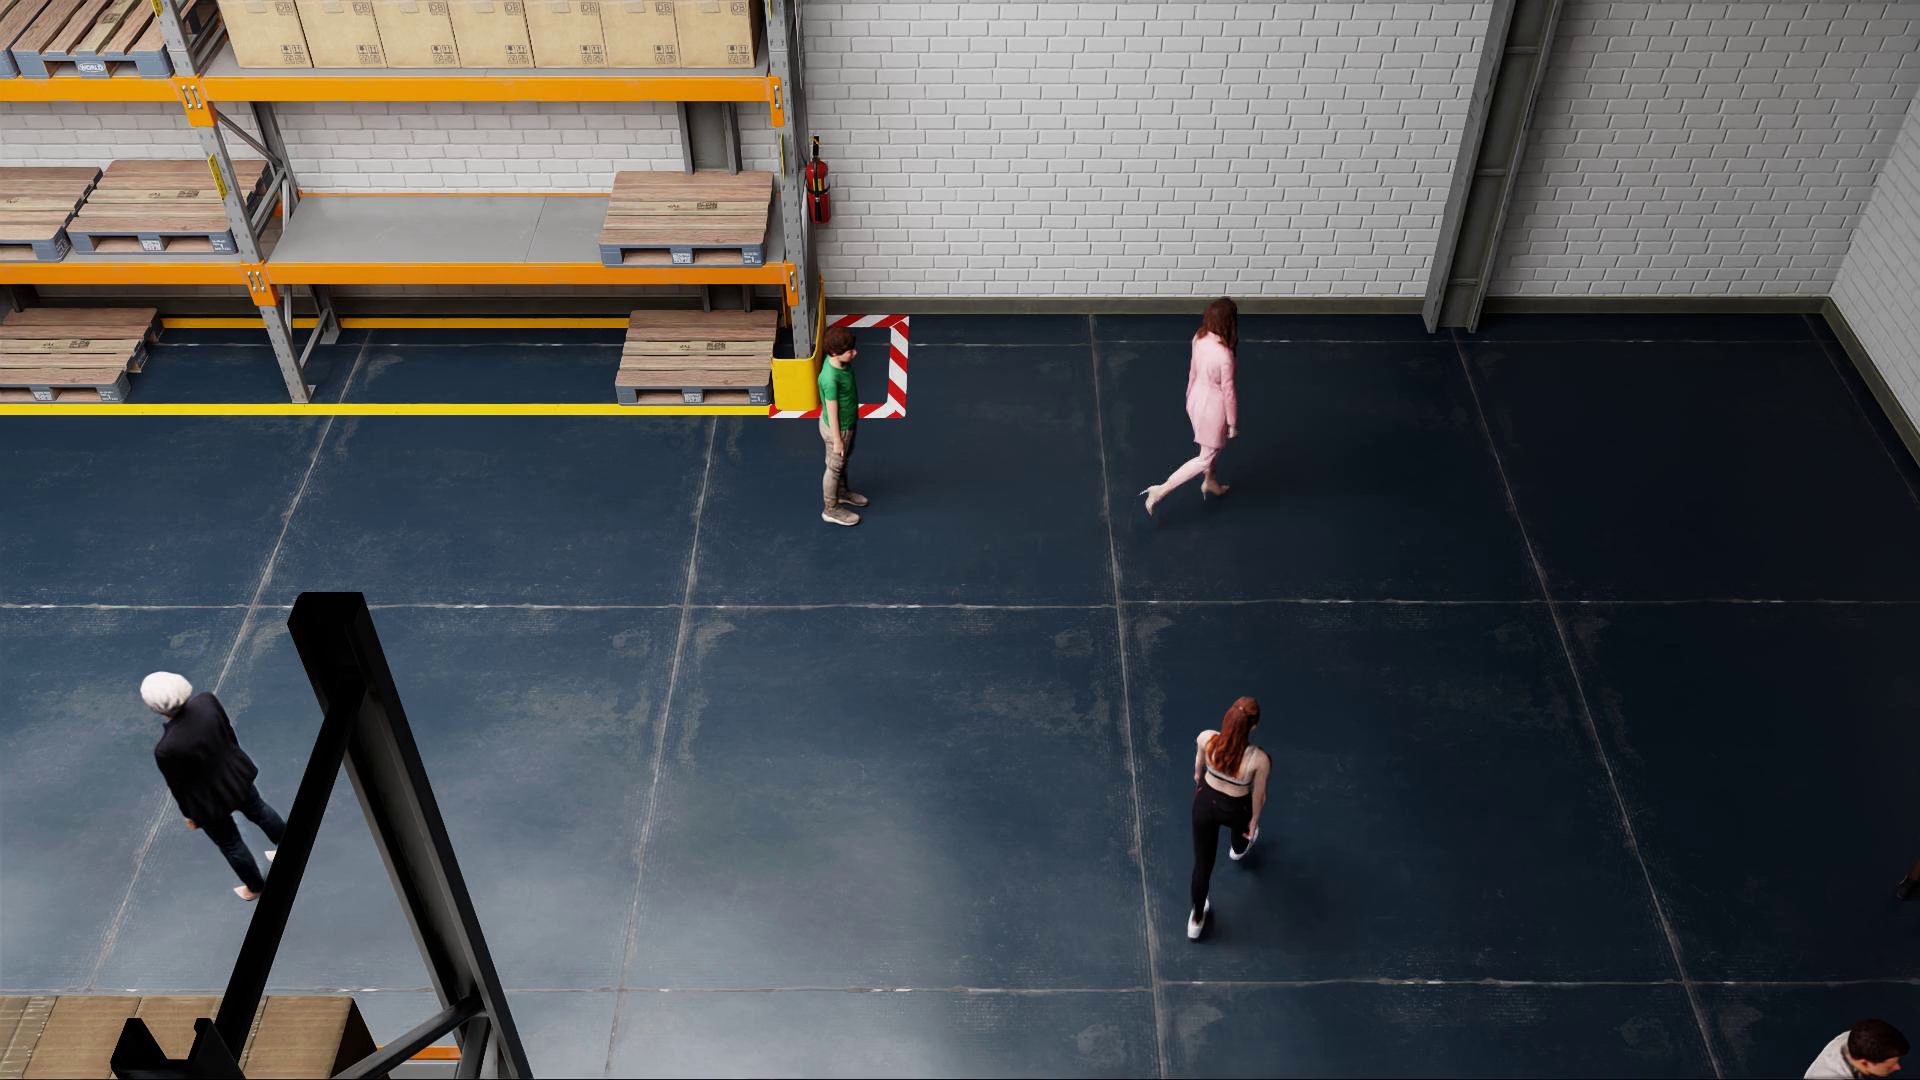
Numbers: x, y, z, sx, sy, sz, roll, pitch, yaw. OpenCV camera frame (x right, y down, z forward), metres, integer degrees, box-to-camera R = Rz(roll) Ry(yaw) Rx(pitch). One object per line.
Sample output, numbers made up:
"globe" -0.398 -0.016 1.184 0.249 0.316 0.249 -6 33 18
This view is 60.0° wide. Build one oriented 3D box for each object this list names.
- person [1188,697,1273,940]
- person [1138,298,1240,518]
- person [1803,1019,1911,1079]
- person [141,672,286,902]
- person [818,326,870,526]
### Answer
"person" 1.405 1.554 9.129 1.106 1.708 0.982 18 46 18
"person" 1.675 -0.861 11.614 1.135 1.777 0.891 -18 46 -18
"person" 3.934 2.758 7.760 0.776 1.853 0.762 24 49 23
"person" -3.845 1.253 8.665 0.695 1.780 0.787 12 45 13
"person" -0.860 -0.825 11.669 0.582 1.649 0.603 7 44 8
